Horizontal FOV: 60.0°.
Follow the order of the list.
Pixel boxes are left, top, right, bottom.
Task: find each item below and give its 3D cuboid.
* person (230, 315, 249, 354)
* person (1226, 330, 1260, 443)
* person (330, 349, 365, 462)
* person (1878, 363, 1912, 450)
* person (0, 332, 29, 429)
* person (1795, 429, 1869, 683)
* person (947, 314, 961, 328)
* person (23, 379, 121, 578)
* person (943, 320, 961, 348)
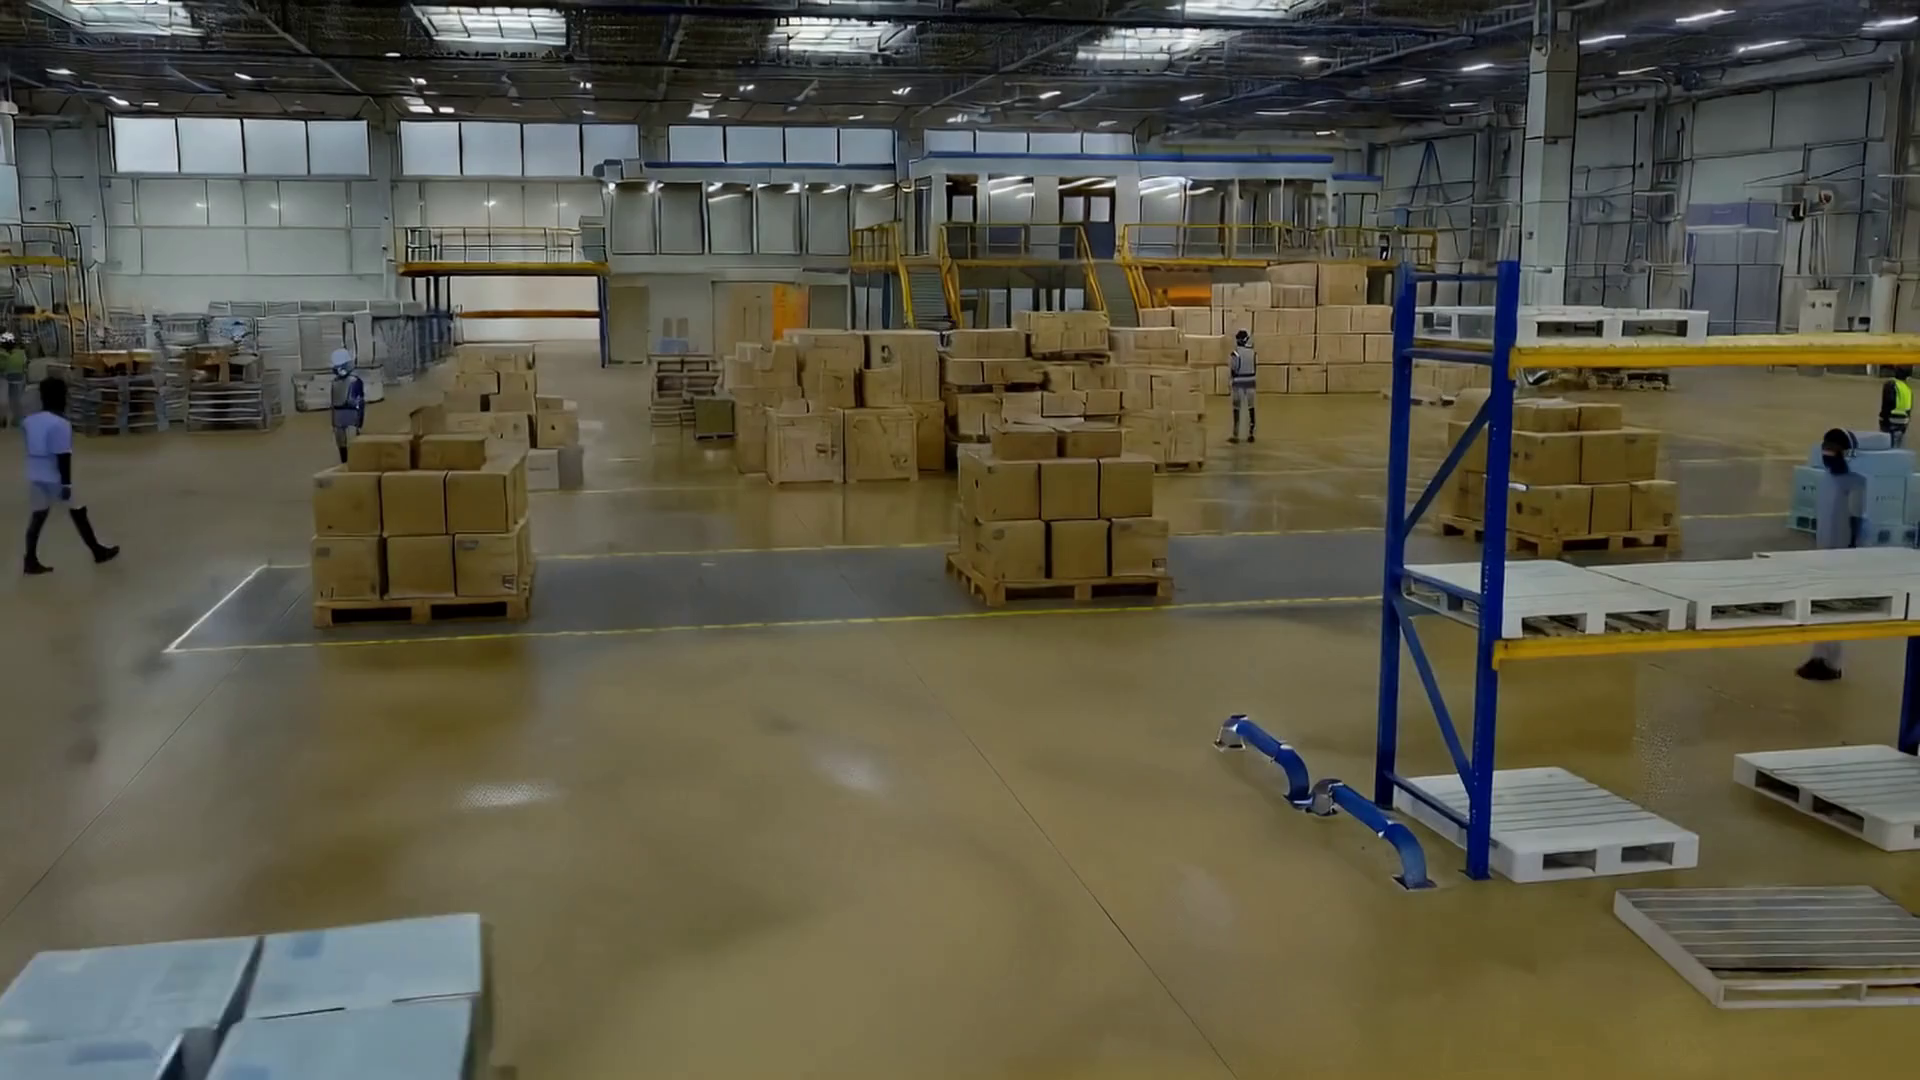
[{"bbox_3d":[-19.206,-5.122,44.347,0.488,1.728,0.501,-2,9,-11],"label":"person"},{"bbox_3d":[4.850,-2.634,28.561,0.612,1.939,0.425,-4,10,-22],"label":"person"},{"bbox_3d":[-8.044,-1.530,21.809,0.543,1.939,0.362,5,11,28],"label":"person"},{"bbox_3d":[11.988,-1.425,21.345,0.575,1.881,0.356,-7,12,-38],"label":"person"},{"bbox_3d":[-17.589,-2.948,30.812,0.626,1.817,0.423,-6,11,-34],"label":"person"},{"bbox_3d":[6.243,0.127,11.964,0.450,1.853,0.560,-2,9,-9],"label":"person"},{"bbox_3d":[-0.224,-4.590,40.581,0.865,1.916,0.552,-7,12,-36],"label":"person"},{"bbox_3d":[-8.849,-0.626,16.369,0.608,1.911,0.997,4,10,21],"label":"person"},{"bbox_3d":[-0.201,-3.739,35.436,0.798,1.894,0.592,7,11,35],"label":"person"}]
